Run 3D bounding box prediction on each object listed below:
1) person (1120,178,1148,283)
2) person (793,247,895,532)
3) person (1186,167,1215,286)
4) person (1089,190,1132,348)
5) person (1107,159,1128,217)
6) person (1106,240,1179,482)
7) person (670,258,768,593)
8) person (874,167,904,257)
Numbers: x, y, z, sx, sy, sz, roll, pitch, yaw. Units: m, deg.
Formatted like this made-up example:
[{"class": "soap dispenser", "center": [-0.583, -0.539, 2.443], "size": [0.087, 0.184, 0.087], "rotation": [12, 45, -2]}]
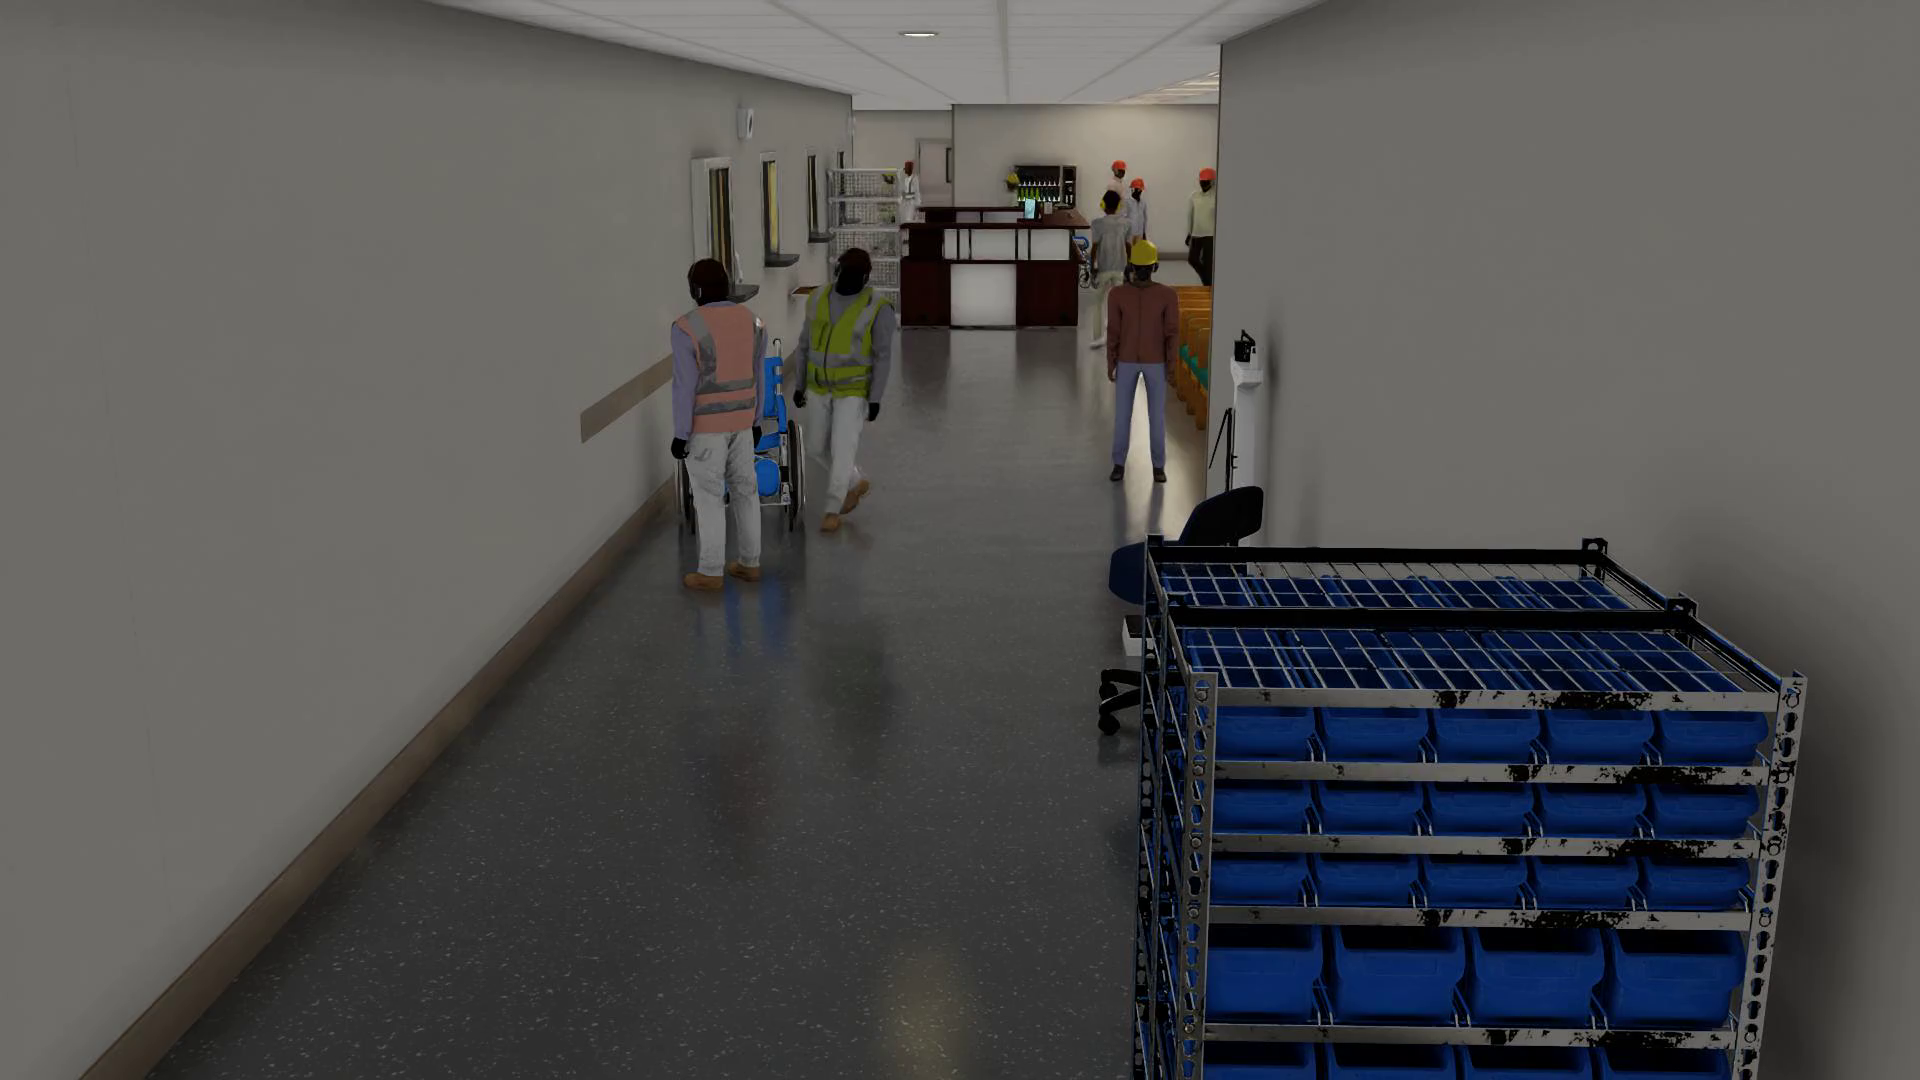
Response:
[{"class": "person", "center": [2.920, -5.159, 27.775], "size": [0.564, 1.743, 0.352], "rotation": [-9, 17, -34]}, {"class": "person", "center": [-0.745, -0.969, 10.658], "size": [0.671, 1.805, 0.581], "rotation": [7, 15, 25]}, {"class": "person", "center": [3.725, -4.627, 25.135], "size": [0.634, 1.977, 0.544], "rotation": [11, 18, 39]}, {"class": "person", "center": [1.742, -3.107, 19.243], "size": [0.526, 1.843, 0.691], "rotation": [-1, 14, -4]}, {"class": "person", "center": [2.883, -5.965, 30.528], "size": [0.396, 1.993, 0.618], "rotation": [6, 15, 23]}, {"class": "person", "center": [1.313, -1.282, 12.025], "size": [0.522, 1.758, 0.349], "rotation": [3, 14, 10]}, {"class": "person", "center": [-1.350, -0.630, 9.212], "size": [0.429, 1.834, 0.634], "rotation": [12, 19, 41]}, {"class": "person", "center": [-1.402, -6.462, 32.915], "size": [0.553, 1.809, 0.608], "rotation": [-3, 14, -12]}]
